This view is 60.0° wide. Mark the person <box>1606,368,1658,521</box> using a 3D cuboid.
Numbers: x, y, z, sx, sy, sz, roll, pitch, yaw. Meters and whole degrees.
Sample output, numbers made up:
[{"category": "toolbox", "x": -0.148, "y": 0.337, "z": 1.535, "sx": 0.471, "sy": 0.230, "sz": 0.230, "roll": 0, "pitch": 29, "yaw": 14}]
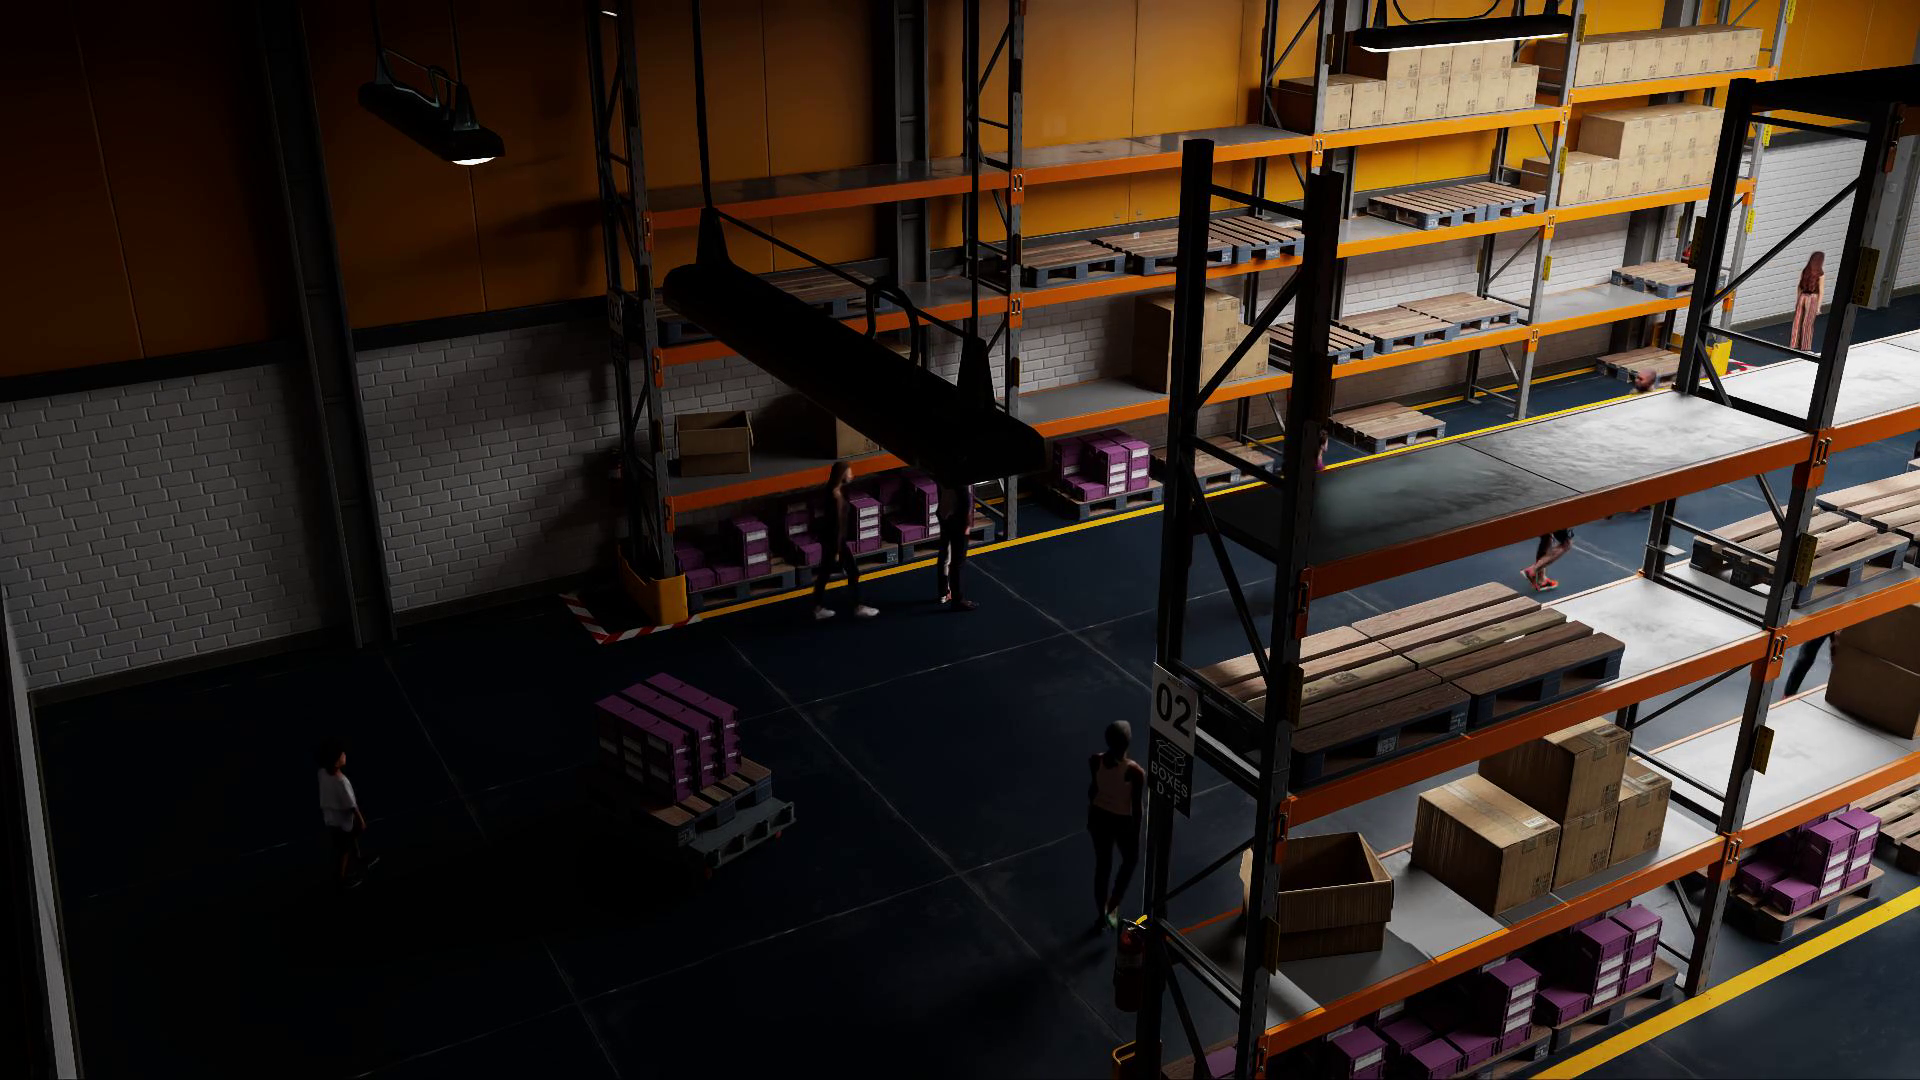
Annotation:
[{"category": "person", "x": 7.759, "y": -1.078, "z": 18.804, "sx": 1.236, "sy": 1.763, "sz": 0.953, "roll": -5, "pitch": 24, "yaw": -12}]

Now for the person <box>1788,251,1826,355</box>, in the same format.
[{"category": "person", "x": 12.552, "y": -3.507, "z": 24.615, "sx": 0.509, "sy": 1.560, "sz": 0.559, "roll": -12, "pitch": 26, "yaw": -26}]

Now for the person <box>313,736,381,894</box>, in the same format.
[{"category": "person", "x": -4.640, "y": 2.054, "z": 12.288, "sx": 0.630, "sy": 1.245, "sz": 0.748, "roll": 18, "pitch": 29, "yaw": 35}]

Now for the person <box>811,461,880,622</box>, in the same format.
[{"category": "person", "x": -1.306, "y": 0.046, "z": 16.351, "sx": 0.953, "sy": 1.670, "sz": 0.747, "roll": -10, "pitch": 25, "yaw": -21}]

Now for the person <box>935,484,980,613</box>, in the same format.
[{"category": "person", "x": -0.063, "y": -0.219, "z": 16.678, "sx": 0.575, "sy": 1.892, "sz": 0.669, "roll": -12, "pitch": 26, "yaw": -26}]

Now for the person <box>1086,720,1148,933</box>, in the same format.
[{"category": "person", "x": 1.039, "y": 2.074, "z": 11.688, "sx": 0.784, "sy": 1.689, "sz": 0.851, "roll": 11, "pitch": 26, "yaw": 24}]
